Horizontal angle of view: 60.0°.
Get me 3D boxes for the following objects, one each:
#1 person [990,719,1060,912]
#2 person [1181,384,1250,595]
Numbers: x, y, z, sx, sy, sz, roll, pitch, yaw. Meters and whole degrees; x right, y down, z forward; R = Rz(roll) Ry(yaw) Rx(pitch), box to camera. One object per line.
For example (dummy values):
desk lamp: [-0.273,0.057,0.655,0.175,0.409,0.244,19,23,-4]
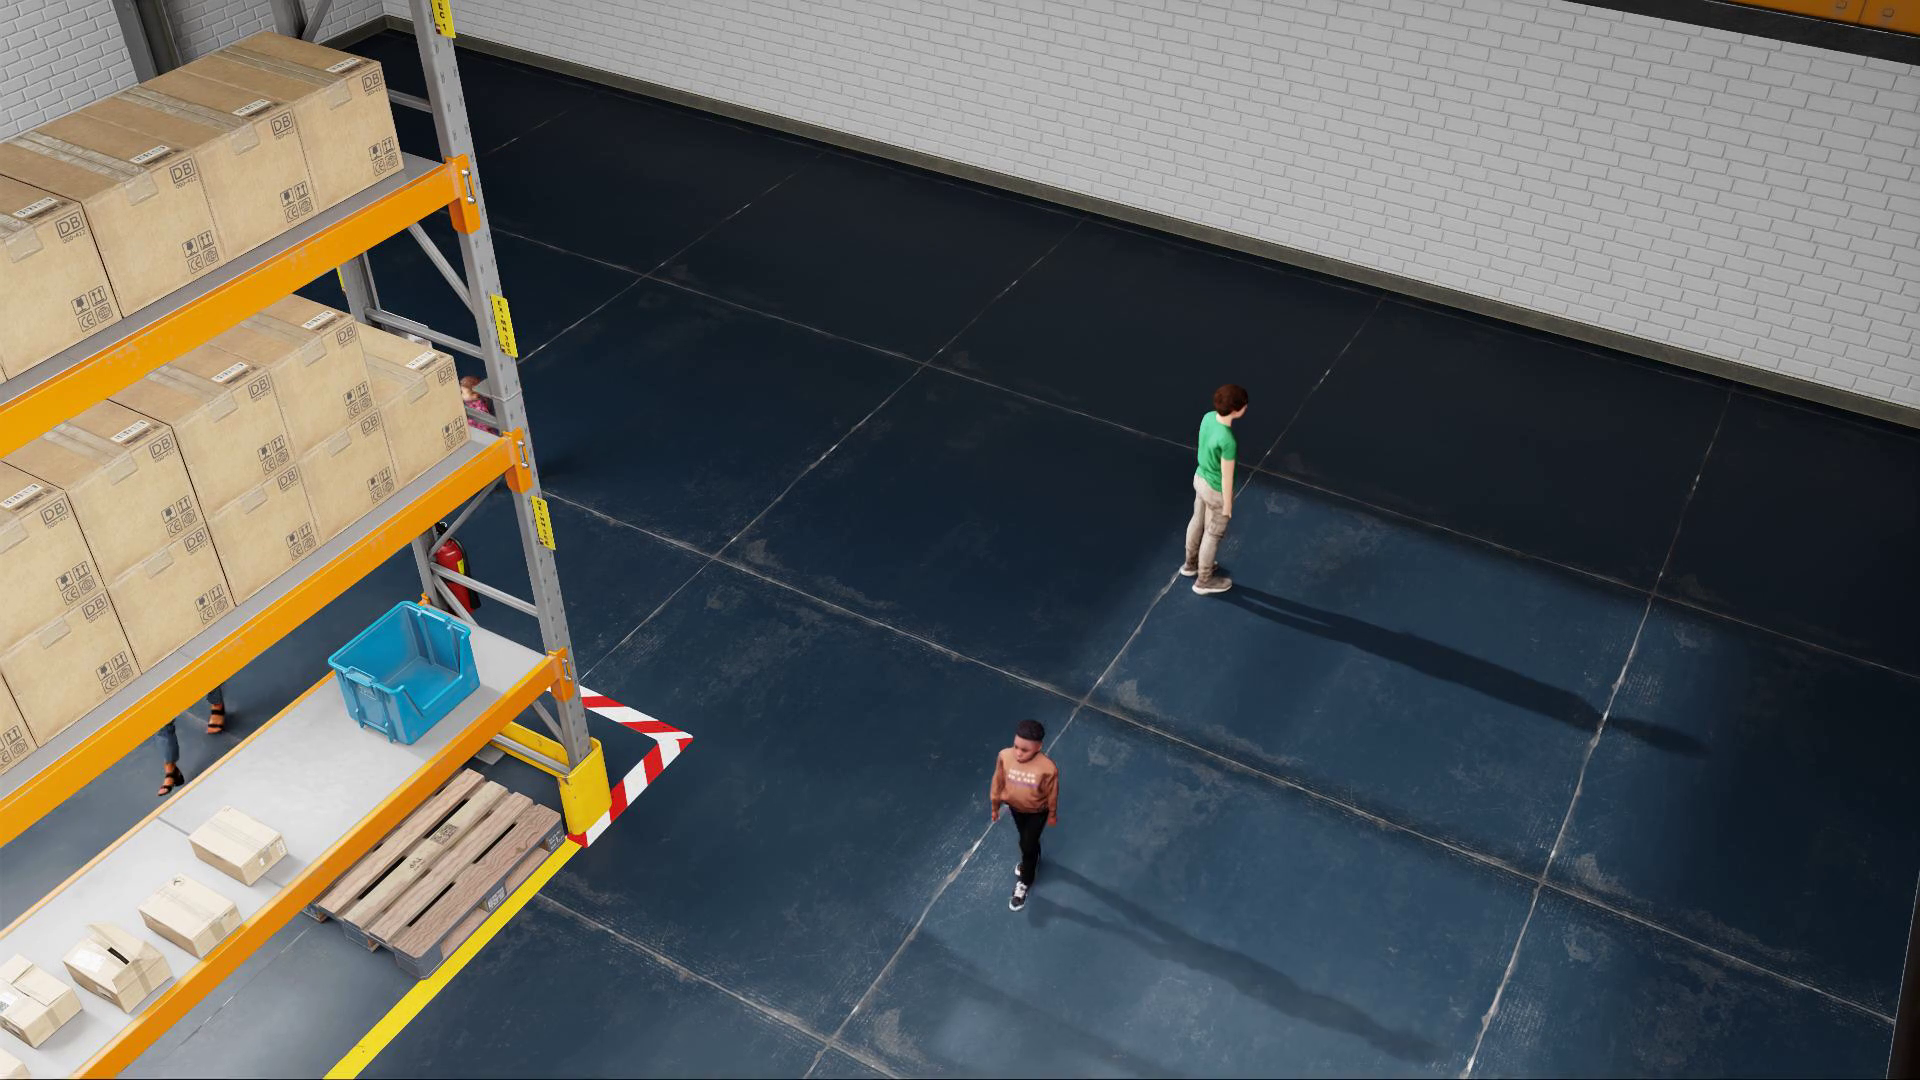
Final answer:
person: [0.414,1.450,9.424,0.538,1.236,0.702,19,42,22]
person: [1.727,-0.362,11.361,0.714,1.650,0.652,-9,39,-11]
